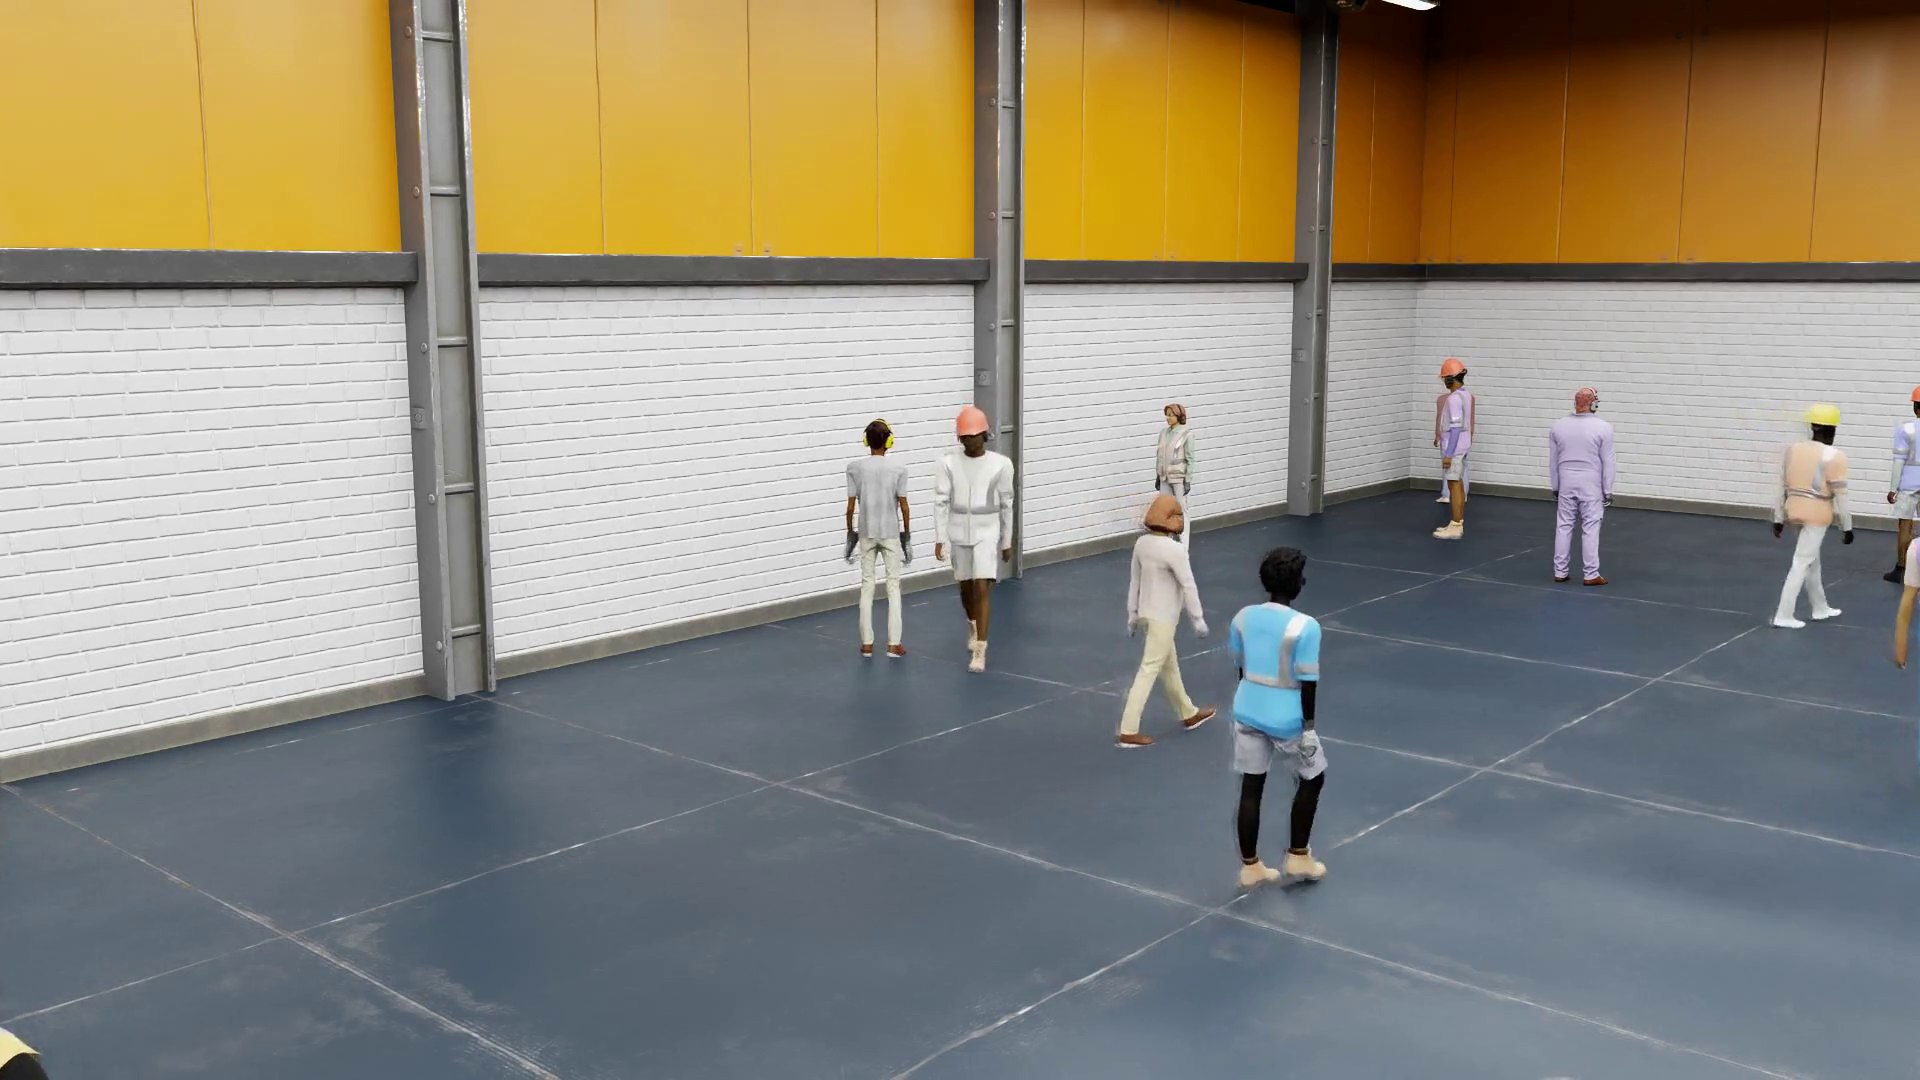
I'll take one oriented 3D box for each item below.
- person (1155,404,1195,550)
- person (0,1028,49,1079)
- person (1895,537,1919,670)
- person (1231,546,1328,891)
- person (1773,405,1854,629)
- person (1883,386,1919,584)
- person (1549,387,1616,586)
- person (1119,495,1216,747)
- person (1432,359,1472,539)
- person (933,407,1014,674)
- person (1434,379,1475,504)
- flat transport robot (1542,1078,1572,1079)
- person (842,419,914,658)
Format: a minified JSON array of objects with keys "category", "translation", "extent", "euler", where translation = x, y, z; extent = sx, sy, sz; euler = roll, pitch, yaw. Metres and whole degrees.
[{"category":"person","translation":[2.252,-0.617,17.484],"extent":[0.309,1.641,0.512],"euler":[-7,12,-38]},{"category":"person","translation":[-2.117,1.584,3.204],"extent":[0.640,1.790,0.933],"euler":[0,9,2]},{"category":"person","translation":[5.611,0.604,9.274],"extent":[0.594,1.805,0.869],"euler":[1,9,9]},{"category":"person","translation":[1.588,0.857,8.079],"extent":[0.593,1.674,0.557],"euler":[-8,12,-40]},{"category":"person","translation":[7.273,-0.192,14.019],"extent":[0.907,1.884,0.607],"euler":[-3,10,-19]},{"category":"person","translation":[9.233,-0.535,16.043],"extent":[0.545,1.938,0.359],"euler":[0,9,2]},{"category":"person","translation":[5.995,-0.515,16.009],"extent":[0.410,1.909,0.642],"euler":[-9,13,-44]},{"category":"person","translation":[1.347,0.508,10.580],"extent":[0.849,1.593,0.507],"euler":[-4,10,-24]},{"category":"person","translation":[5.566,-1.026,18.818],"extent":[0.393,2.036,0.605],"euler":[5,10,26]},{"category":"person","translation":[0.115,-0.044,12.801],"extent":[0.600,1.999,0.990],"euler":[2,9,13]},{"category":"person","translation":[6.439,-1.349,21.693],"extent":[0.531,1.765,0.324],"euler":[-1,9,-7]},{"category":"flat transport robot","translation":[1.582,2.025,5.182],"extent":[1.431,0.197,0.652],"euler":[-4,10,-24]},{"category":"person","translation":[-0.655,0.007,12.965],"extent":[0.578,1.884,0.519],"euler":[1,9,7]}]
